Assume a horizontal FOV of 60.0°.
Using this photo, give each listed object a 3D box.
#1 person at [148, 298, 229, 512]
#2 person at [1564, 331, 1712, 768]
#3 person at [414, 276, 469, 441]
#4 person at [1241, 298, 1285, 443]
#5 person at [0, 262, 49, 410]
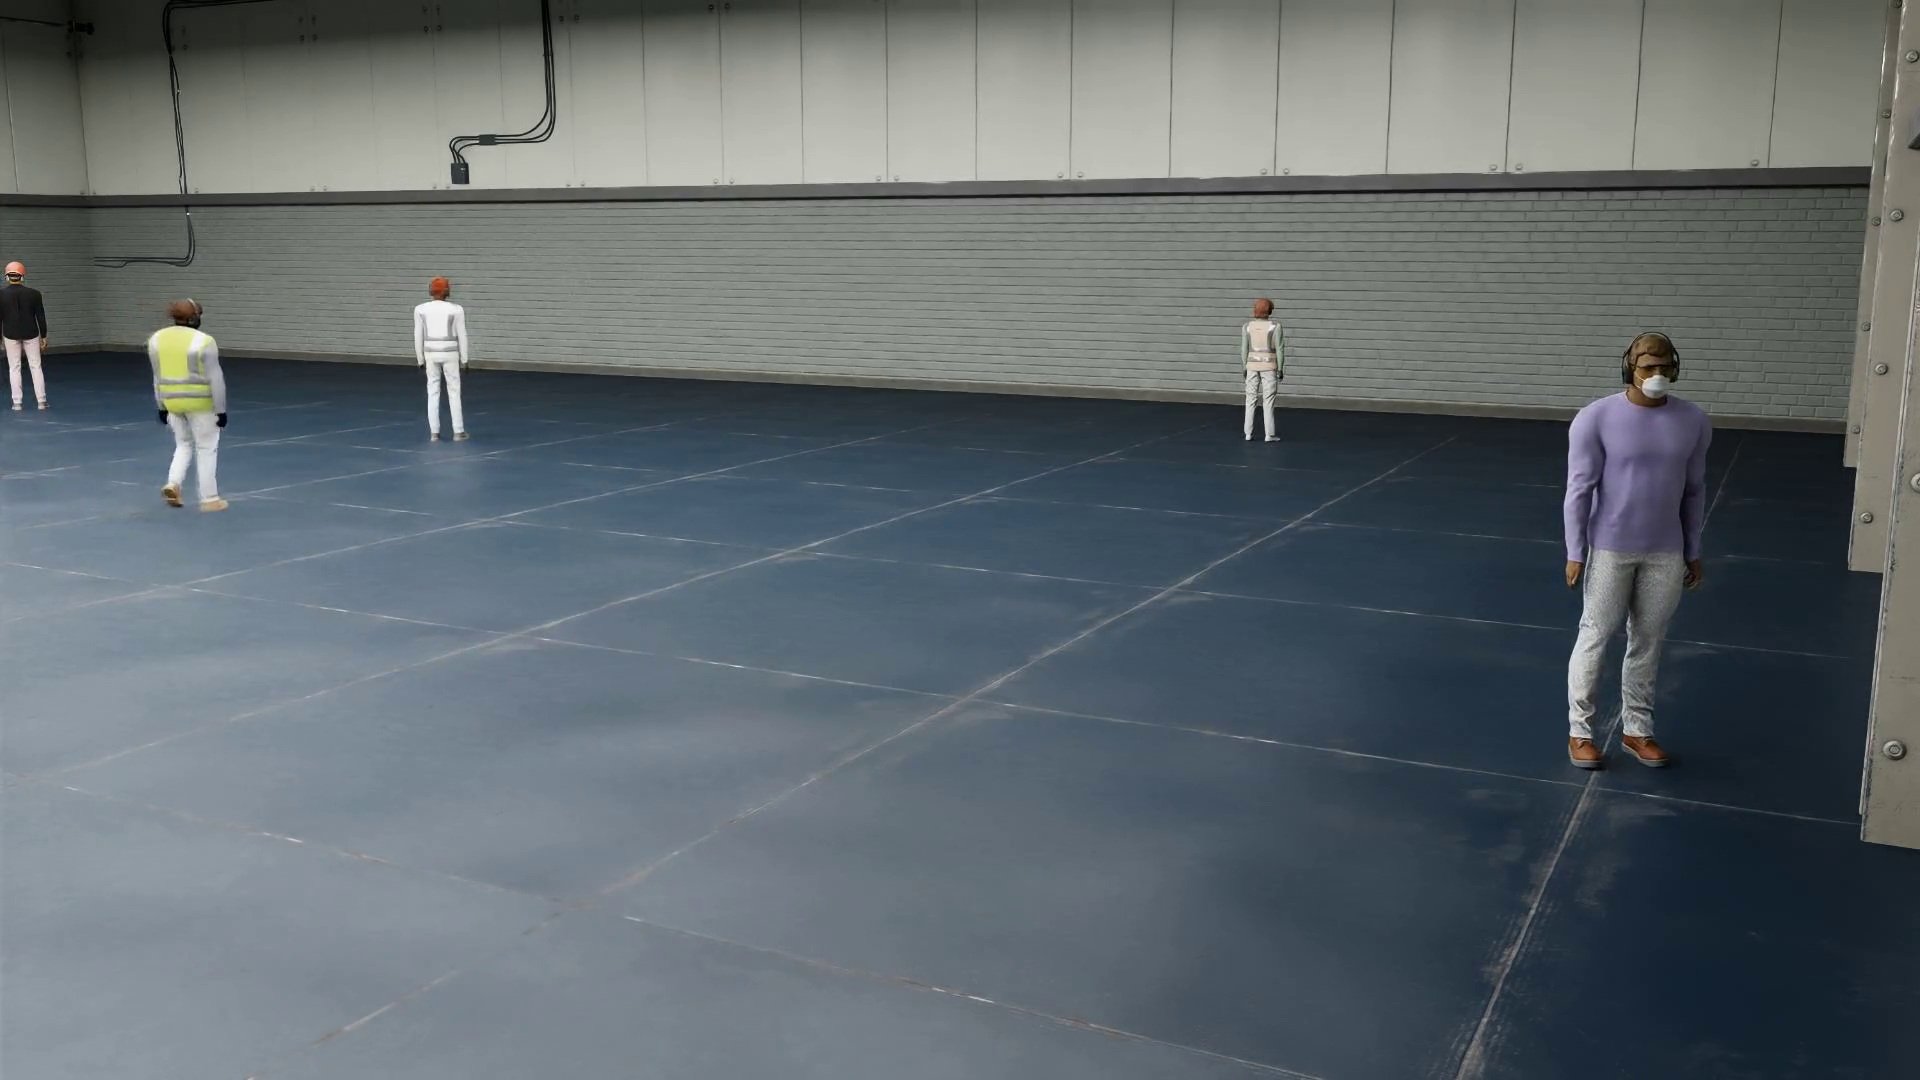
[{"bbox_3d":[-6.500,-1.126,14.068,0.648,1.827,0.464,2,11,11],"label":"person"},{"bbox_3d":[2.973,0.051,7.342,0.635,1.937,0.355,-1,10,-4],"label":"person"},{"bbox_3d":[-5.930,-2.070,19.055,0.584,1.882,0.337,-1,10,-3],"label":"person"},{"bbox_3d":[3.444,-1.928,18.946,0.514,1.644,0.307,7,12,32],"label":"person"},{"bbox_3d":[-12.694,-2.755,22.492,0.617,1.993,0.396,-5,12,-28],"label":"person"}]
